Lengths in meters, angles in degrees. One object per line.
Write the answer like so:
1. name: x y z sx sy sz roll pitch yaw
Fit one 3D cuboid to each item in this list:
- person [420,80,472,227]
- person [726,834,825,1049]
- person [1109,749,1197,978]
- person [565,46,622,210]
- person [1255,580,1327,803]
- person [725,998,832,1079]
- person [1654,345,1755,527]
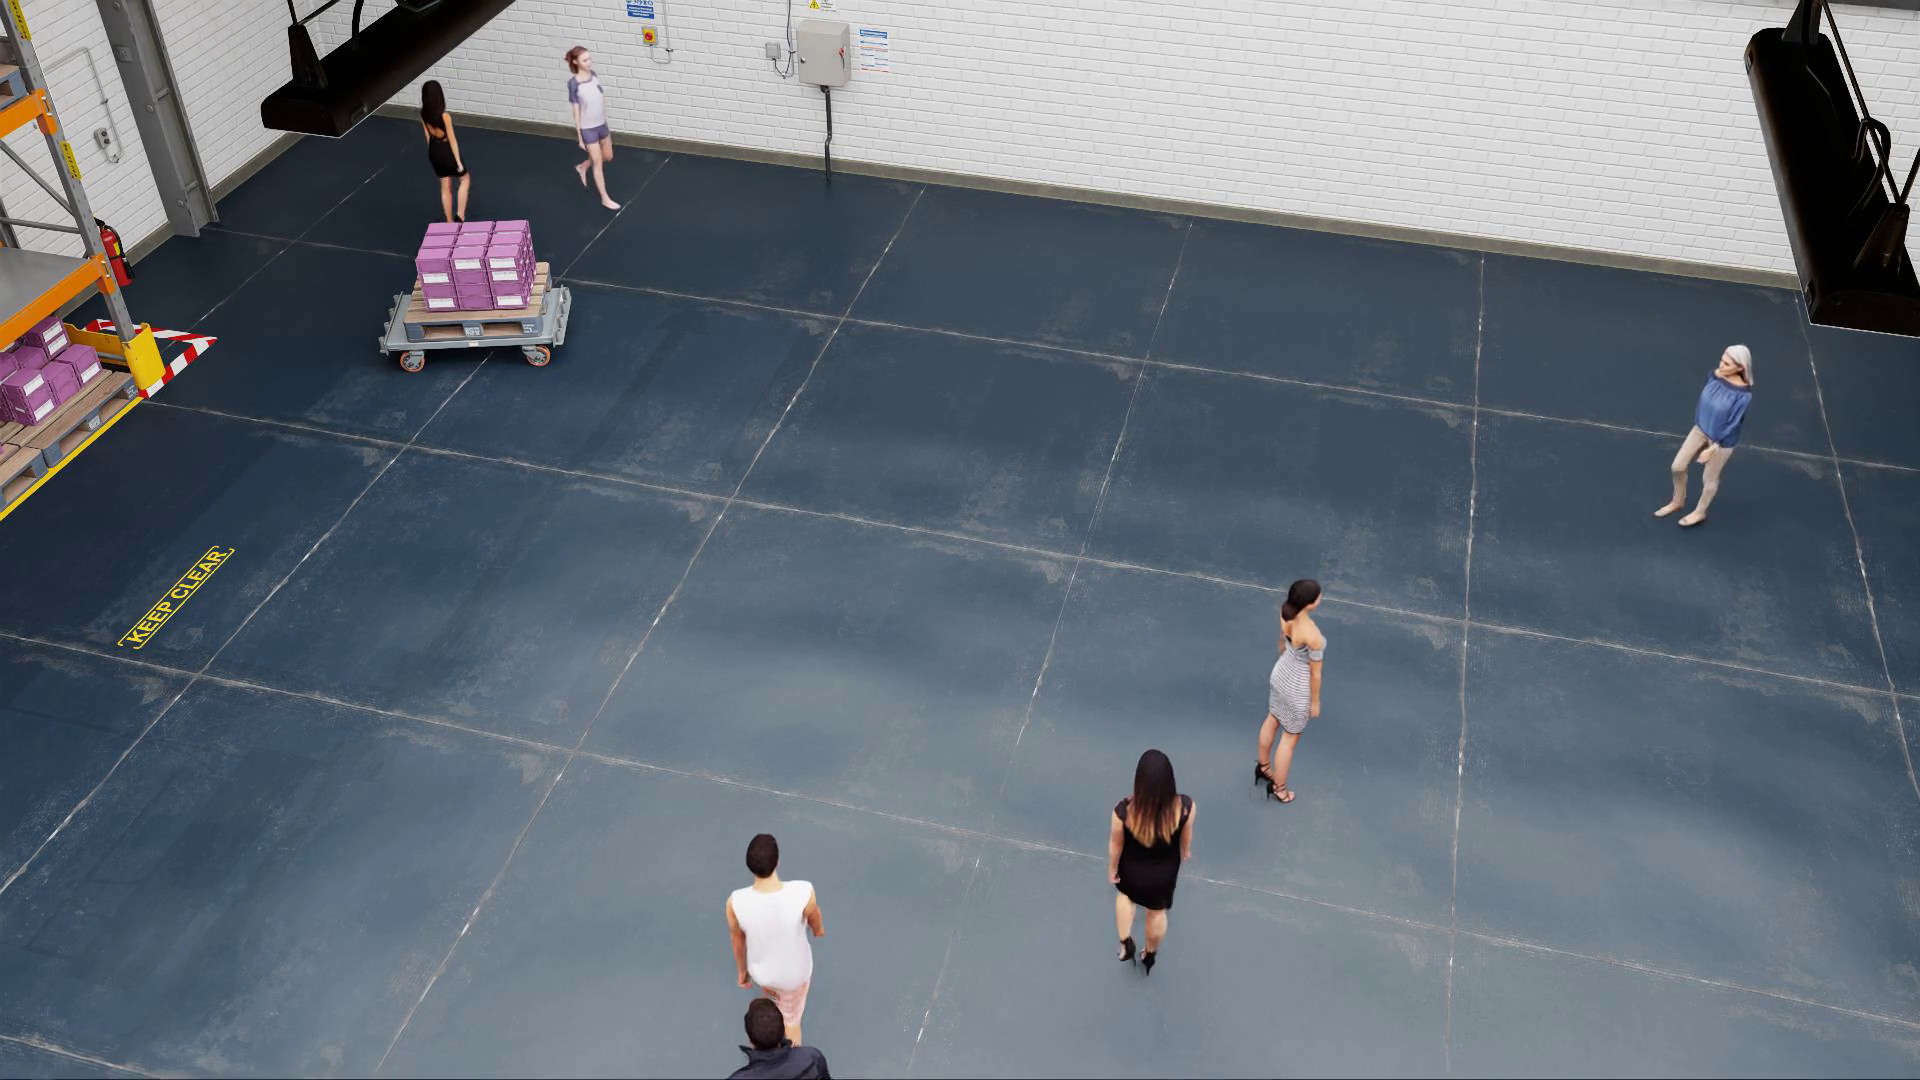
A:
1. person: -5.281 -3.827 16.887 0.623 1.637 0.608 15 41 18
2. person: -0.988 2.368 9.051 0.824 1.734 1.167 0 39 0
3. person: 1.109 1.952 9.595 0.737 1.706 0.724 -1 39 -1
4. person: -3.916 -4.346 17.447 0.813 1.748 0.912 23 44 26
5. person: 2.131 0.964 10.739 0.743 1.822 0.651 -13 40 -16
6. person: -0.865 3.002 8.116 0.936 1.911 0.983 -18 42 -21
7. person: 5.998 -0.811 13.073 0.825 1.684 0.759 -14 41 -17
